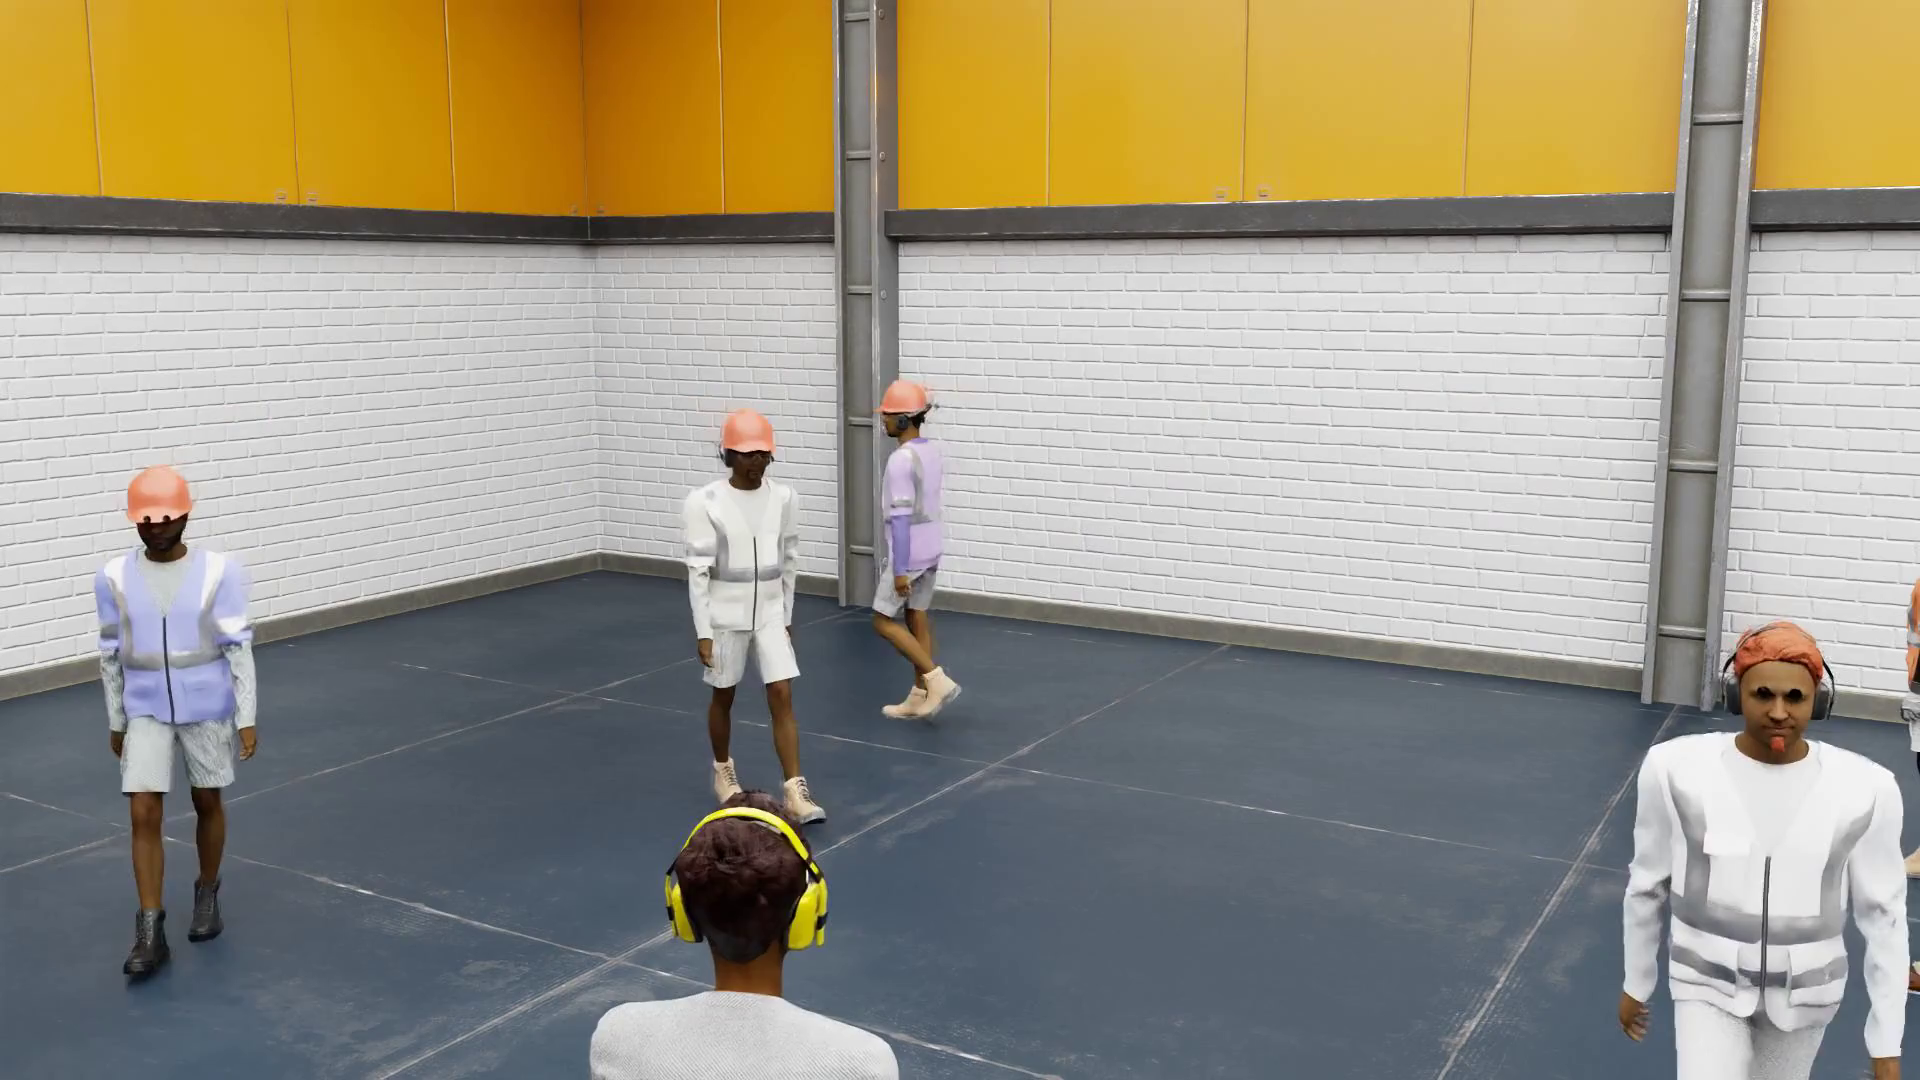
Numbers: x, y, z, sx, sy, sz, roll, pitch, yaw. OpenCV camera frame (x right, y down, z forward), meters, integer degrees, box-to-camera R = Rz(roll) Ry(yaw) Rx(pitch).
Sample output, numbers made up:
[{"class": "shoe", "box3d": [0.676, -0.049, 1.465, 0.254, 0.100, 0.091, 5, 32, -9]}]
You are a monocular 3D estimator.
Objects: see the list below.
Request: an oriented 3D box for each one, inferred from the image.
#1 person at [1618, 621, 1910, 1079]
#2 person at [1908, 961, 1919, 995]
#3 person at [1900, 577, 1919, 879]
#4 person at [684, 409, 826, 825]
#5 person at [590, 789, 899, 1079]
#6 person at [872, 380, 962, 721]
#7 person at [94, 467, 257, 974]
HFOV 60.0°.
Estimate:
[{"class": "person", "box3d": [1.907, 1.107, 3.963, 0.603, 1.828, 0.972, 3, 10, 18]}, {"class": "person", "box3d": [3.812, 0.928, 5.853, 0.502, 1.590, 0.868, -8, 12, -41]}, {"class": "person", "box3d": [4.303, 0.646, 7.256, 0.540, 1.695, 0.317, -5, 10, -30]}, {"class": "person", "box3d": [-0.990, 0.384, 7.951, 0.623, 1.994, 0.995, -5, 10, -28]}, {"class": "person", "box3d": [-0.314, 1.302, 2.613, 0.514, 1.876, 0.328, 2, 9, 10]}, {"class": "person", "box3d": [-0.266, 0.084, 9.712, 0.489, 2.032, 0.606, 4, 10, 23]}, {"class": "person", "box3d": [-3.003, 0.681, 6.369, 0.572, 1.907, 0.826, -2, 9, -15]}]
